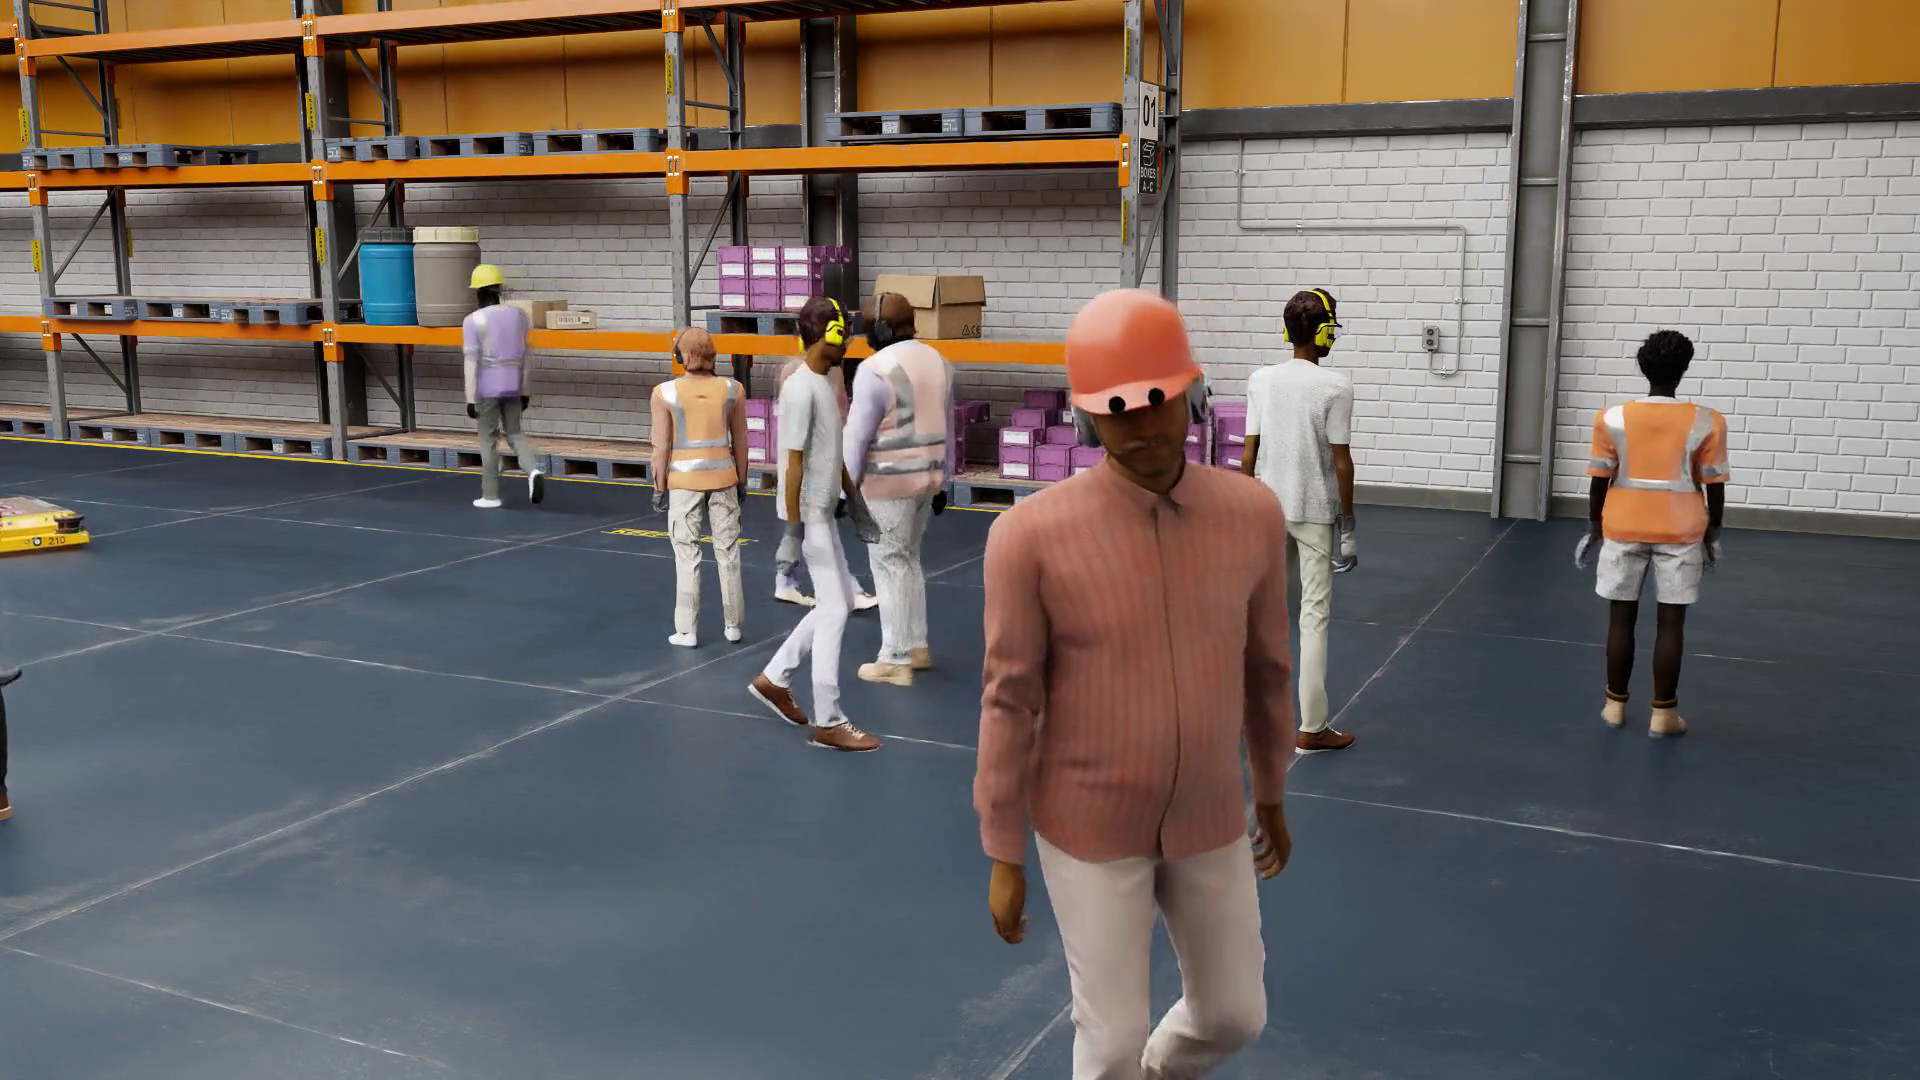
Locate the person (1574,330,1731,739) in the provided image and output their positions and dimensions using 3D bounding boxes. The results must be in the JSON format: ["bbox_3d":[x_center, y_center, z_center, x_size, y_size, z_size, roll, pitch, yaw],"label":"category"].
[{"bbox_3d":[2.888,-0.027,6.948,0.585,1.695,0.367,5,11,25],"label":"person"}]

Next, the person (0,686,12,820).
[{"bbox_3d":[-3.506,0.052,5.638,0.372,1.997,0.620,-1,10,-6],"label":"person"}]

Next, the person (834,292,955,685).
[{"bbox_3d":[-0.307,-0.236,7.764,0.475,1.830,0.654,6,12,31],"label":"person"}]

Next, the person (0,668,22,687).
[{"bbox_3d":[-4.767,-0.140,7.322,0.979,1.787,0.587,1,10,4],"label":"person"}]

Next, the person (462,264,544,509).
[{"bbox_3d":[-3.558,-1.173,12.885,0.635,1.911,0.609,8,13,40],"label":"person"}]

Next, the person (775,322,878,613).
[{"bbox_3d":[-0.723,-0.446,9.241,0.869,1.726,0.542,5,11,28],"label":"person"}]

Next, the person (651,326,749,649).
[{"bbox_3d":[-1.316,-0.261,8.454,0.514,1.641,0.310,-5,11,-25],"label":"person"}]

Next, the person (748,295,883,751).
[{"bbox_3d":[-0.617,-0.081,6.840,0.571,1.841,0.529,1,10,5],"label":"person"}]

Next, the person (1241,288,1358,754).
[{"bbox_3d":[1.379,-0.072,6.729,0.534,1.864,0.311,10,14,44],"label":"person"}]

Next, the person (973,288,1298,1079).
[{"bbox_3d":[0.323,0.505,3.164,0.672,1.959,0.611,-4,11,-20],"label":"person"}]

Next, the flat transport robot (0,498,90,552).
[{"bbox_3d":[-6.646,-0.120,11.559,0.652,0.197,1.431,-10,14,-44],"label":"flat transport robot"}]
